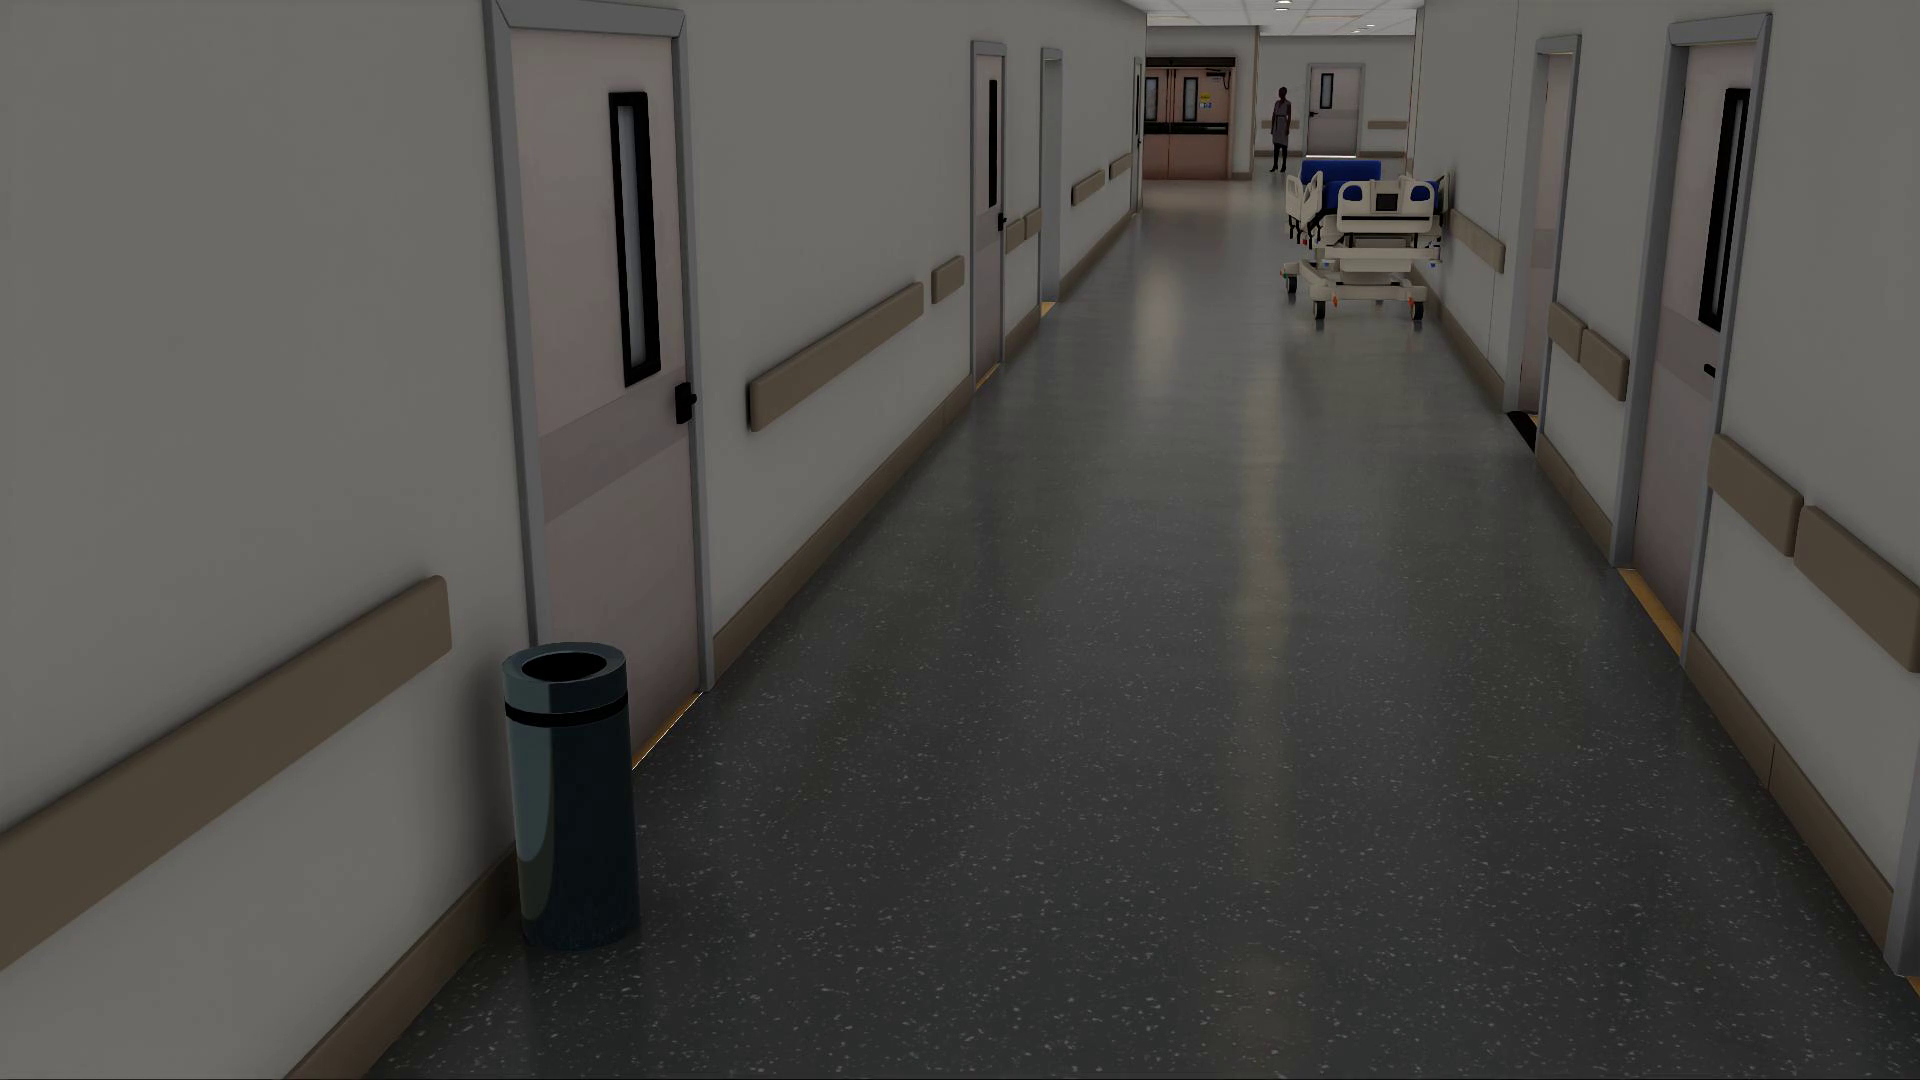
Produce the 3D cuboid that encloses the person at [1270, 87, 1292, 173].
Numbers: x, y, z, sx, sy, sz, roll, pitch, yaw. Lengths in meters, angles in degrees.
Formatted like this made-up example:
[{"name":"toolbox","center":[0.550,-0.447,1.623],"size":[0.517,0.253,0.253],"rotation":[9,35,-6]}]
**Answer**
[{"name":"person","center":[6.961,-8.892,36.042],"size":[0.754,1.788,0.654],"rotation":[-15,22,-43]}]
